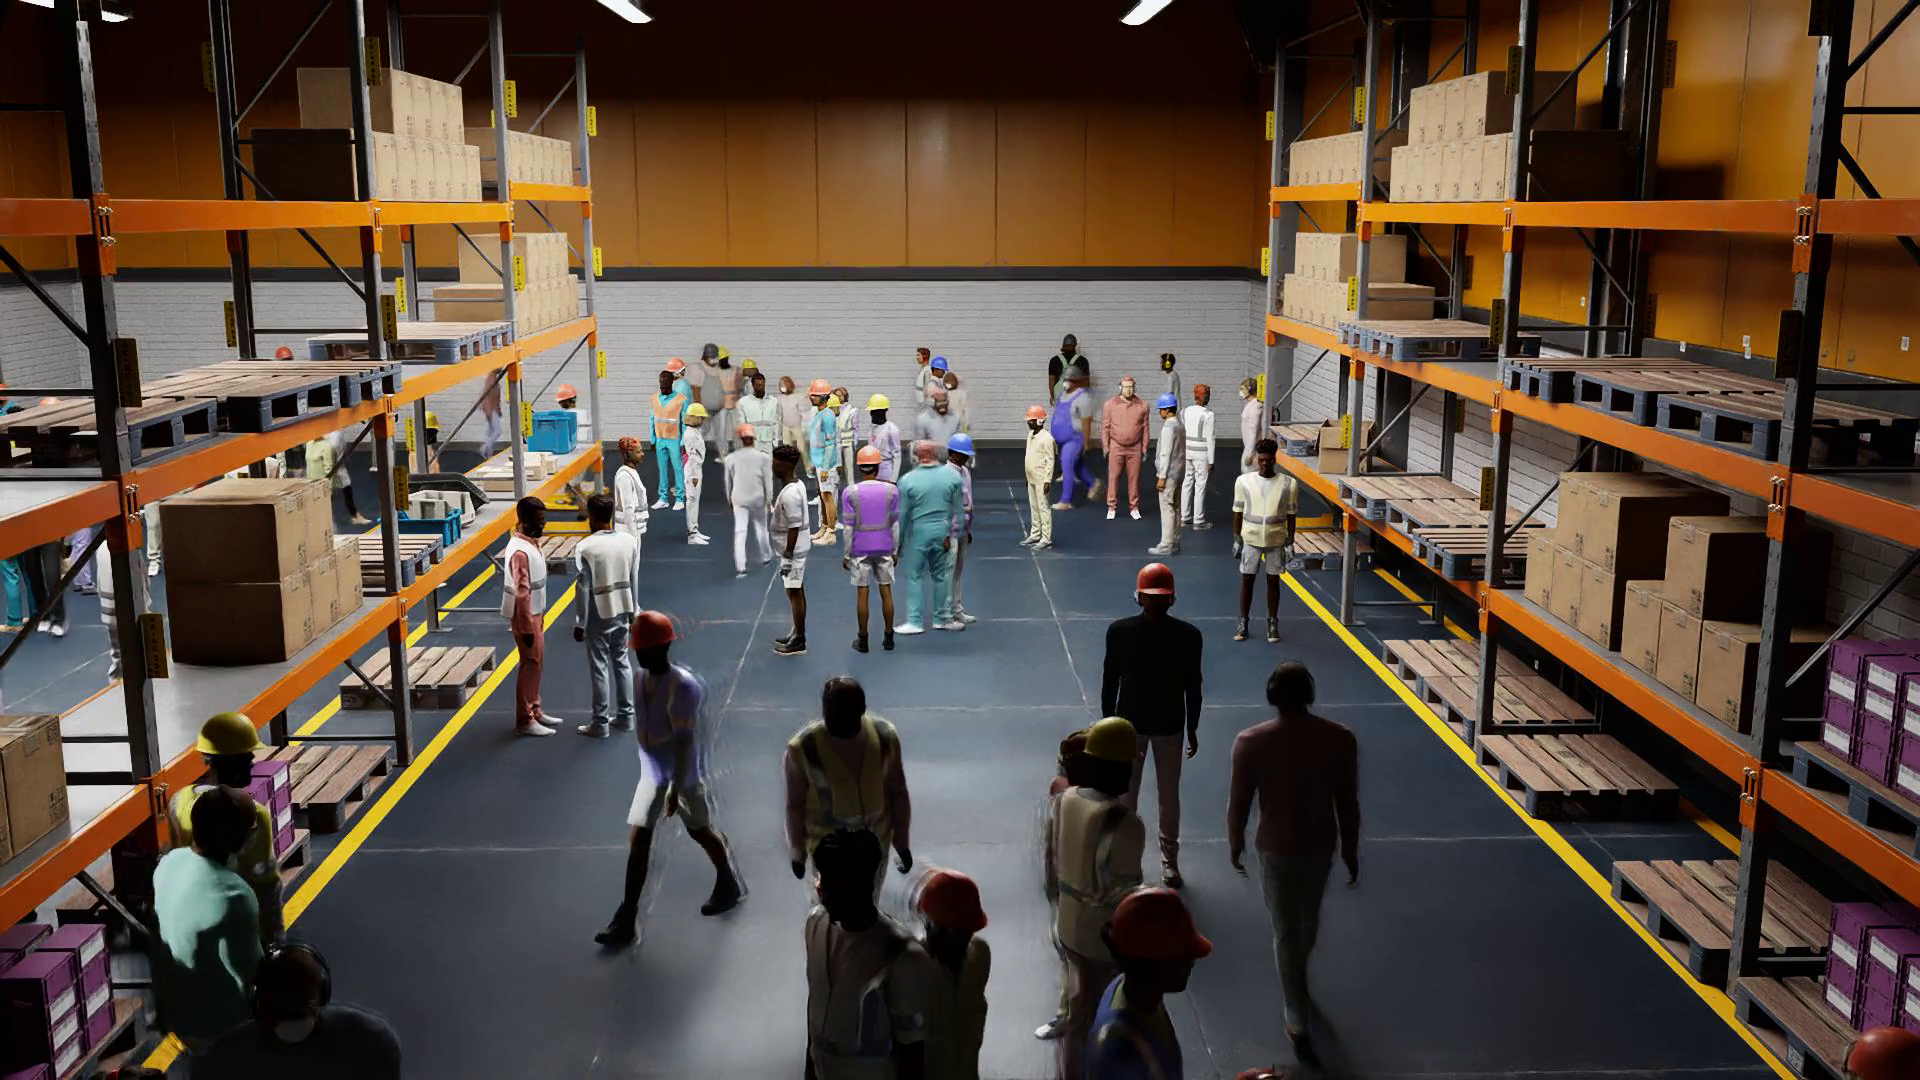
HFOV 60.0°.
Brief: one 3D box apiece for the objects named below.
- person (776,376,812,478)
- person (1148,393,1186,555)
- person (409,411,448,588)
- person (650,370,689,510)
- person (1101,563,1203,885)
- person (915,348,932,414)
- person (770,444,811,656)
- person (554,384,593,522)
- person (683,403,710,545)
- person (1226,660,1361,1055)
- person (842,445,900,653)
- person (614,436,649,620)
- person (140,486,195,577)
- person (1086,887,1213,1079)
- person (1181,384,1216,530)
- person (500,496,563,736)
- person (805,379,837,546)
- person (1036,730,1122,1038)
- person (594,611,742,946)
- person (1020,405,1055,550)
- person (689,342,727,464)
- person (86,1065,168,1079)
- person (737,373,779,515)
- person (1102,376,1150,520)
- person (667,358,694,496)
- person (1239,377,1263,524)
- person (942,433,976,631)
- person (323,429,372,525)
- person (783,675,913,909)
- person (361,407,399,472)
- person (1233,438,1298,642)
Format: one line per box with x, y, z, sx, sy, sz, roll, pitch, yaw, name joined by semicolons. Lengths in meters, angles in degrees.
-2.513;-1.707;25.300;0.531;1.603;0.550;5;12;22;person
2.497;-0.788;19.868;0.419;1.933;0.616;4;12;21;person
-5.804;-0.446;18.154;0.388;1.927;0.589;-2;12;-12;person
-3.985;-1.371;22.820;0.590;1.918;0.392;4;12;21;person
1.164;1.117;10.140;0.612;1.997;0.375;1;11;6;person
-0.555;-2.240;27.351;0.390;1.846;0.563;-1;11;-7;person
-1.570;0.085;15.390;0.368;1.967;0.600;0;11;-1;person
-4.879;-1.030;21.133;0.620;1.905;0.561;4;12;20;person
-3.248;-0.821;20.499;0.300;1.743;0.484;-1;11;-4;person
1.651;1.521;8.392;0.637;1.886;1.012;-1;11;-4;person
-0.832;0.085;15.479;0.543;1.932;0.376;-3;12;-14;person
-3.240;-0.090;16.484;0.355;1.883;0.575;-2;11;-9;person
-8.944;-0.546;18.719;0.643;1.905;0.400;-5;12;-24;person
0.570;2.065;5.288;0.428;2.031;0.606;3;12;14;person
3.062;-1.071;21.431;0.347;1.878;0.569;-9;14;-37;person
-3.369;0.596;12.991;0.414;1.906;0.600;-2;11;-8;person
-1.697;-0.950;20.390;0.374;2.044;0.607;-3;12;-15;person
0.596;1.707;8.097;0.283;1.631;0.503;-9;15;-39;person
-1.659;1.314;9.462;0.562;1.891;1.017;8;14;36;person
0.928;-0.763;20.182;0.342;1.748;0.573;-5;12;-24;person
-4.109;-2.259;26.960;0.697;2.000;0.813;-9;14;-38;person
-2.286;2.312;4.536;0.374;1.840;0.569;-7;13;-33;person
-2.715;-1.304;22.478;0.592;1.919;0.392;-7;13;-30;person
2.199;-1.217;22.063;0.641;1.913;0.408;0;11;-2;person
-4.016;-1.624;23.917;0.393;1.985;0.610;-3;12;-12;person
3.818;-1.159;21.741;0.374;1.930;0.630;2;11;9;person
-0.046;-0.093;16.355;0.399;1.939;0.602;5;12;22;person
-8.138;-0.967;21.477;0.858;1.646;0.613;-7;13;-32;person
-0.599;1.531;8.544;0.621;1.809;0.863;-5;12;-25;person
-9.109;-2.027;26.081;0.594;1.925;0.368;-8;14;-34;person
2.897;-0.004;15.836;0.608;1.966;0.372;2;12;12;person
